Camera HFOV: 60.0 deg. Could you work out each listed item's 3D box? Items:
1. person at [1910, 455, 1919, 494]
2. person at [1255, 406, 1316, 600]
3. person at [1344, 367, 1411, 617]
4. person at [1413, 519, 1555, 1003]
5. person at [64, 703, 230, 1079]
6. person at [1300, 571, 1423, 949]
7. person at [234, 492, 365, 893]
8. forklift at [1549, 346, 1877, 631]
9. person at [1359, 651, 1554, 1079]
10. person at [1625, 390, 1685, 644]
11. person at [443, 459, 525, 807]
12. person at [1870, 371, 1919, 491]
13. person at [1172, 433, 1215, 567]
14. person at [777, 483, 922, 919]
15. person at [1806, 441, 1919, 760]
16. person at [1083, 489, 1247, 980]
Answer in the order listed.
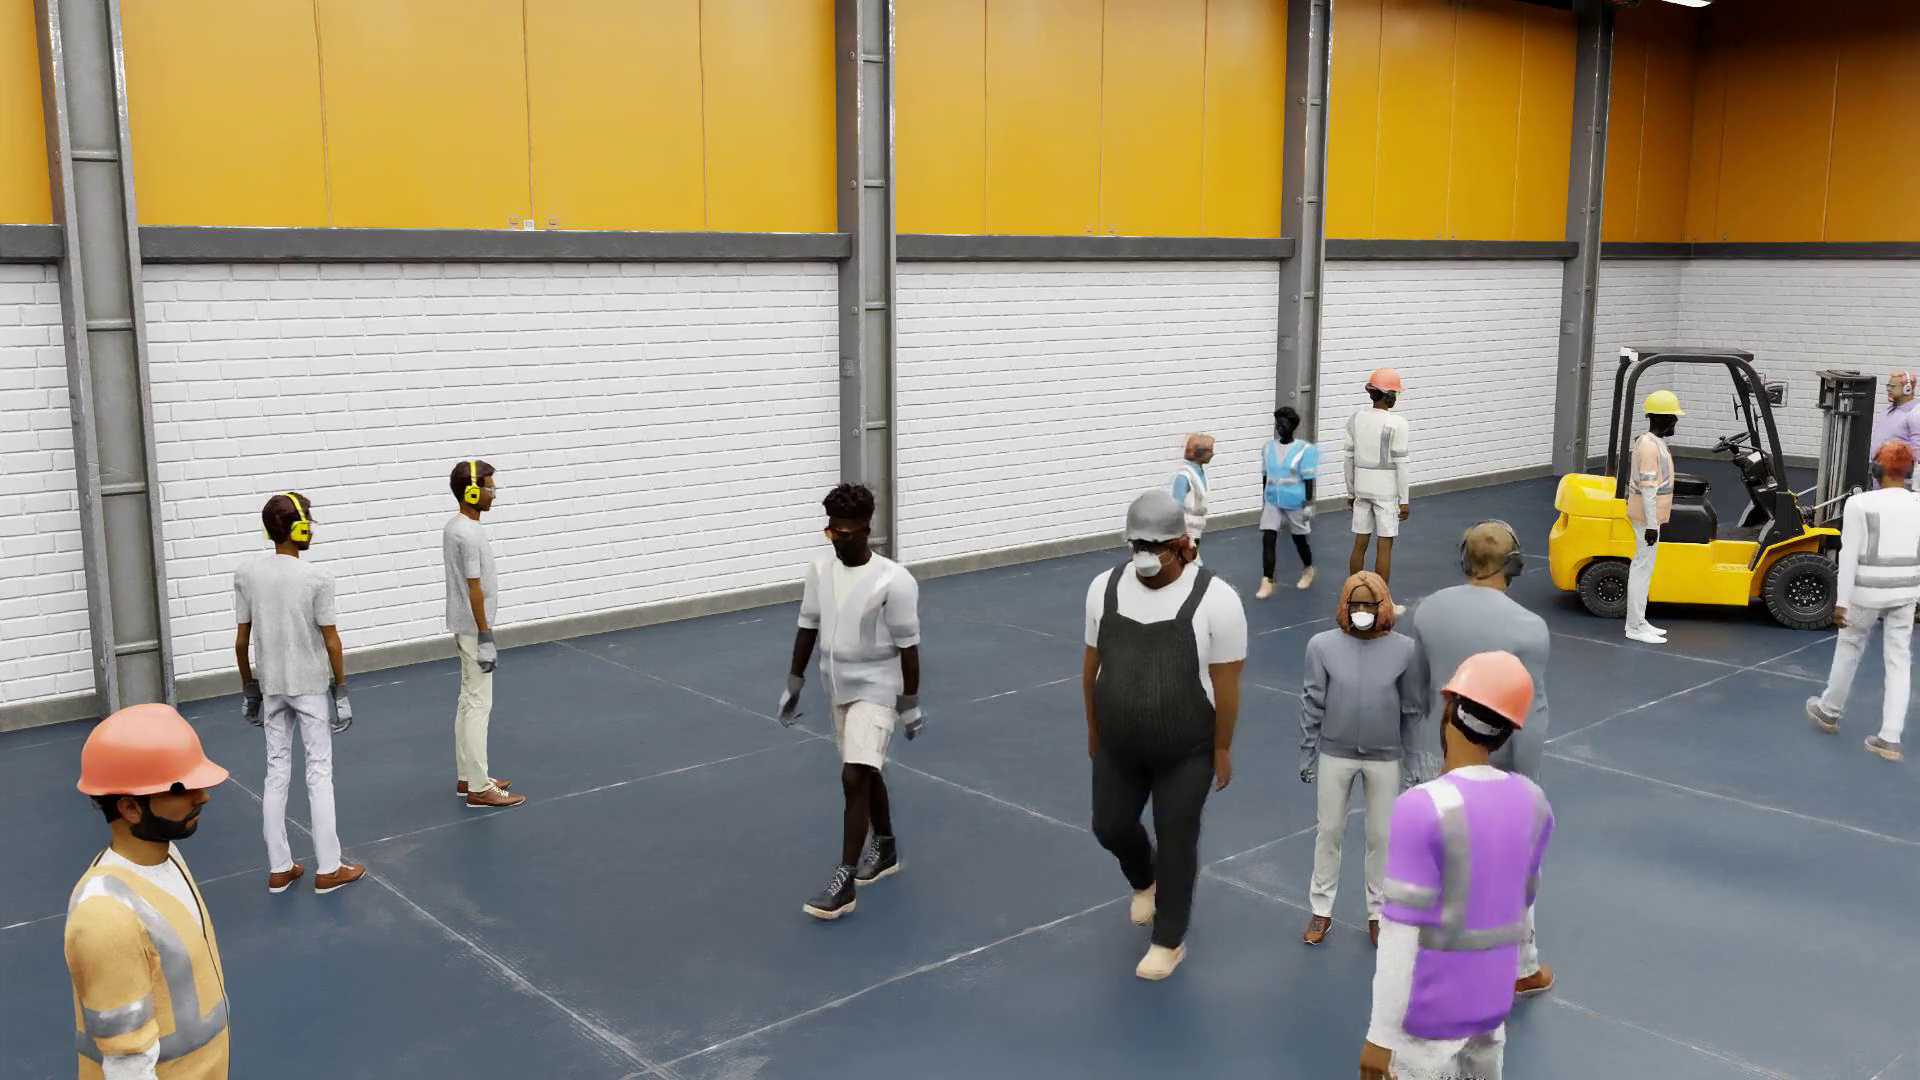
[{"bbox_3d":[8.603,-0.387,14.406,1.017,1.768,0.611,-5,11,-28],"label":"person"},{"bbox_3d":[2.860,-0.343,14.451,0.533,1.660,0.831,7,12,37],"label":"person"},{"bbox_3d":[3.430,-0.389,13.608,0.374,2.042,0.615,-7,12,-37],"label":"person"},{"bbox_3d":[2.083,0.869,6.605,0.661,1.908,0.659,-6,11,-32],"label":"person"},{"bbox_3d":[-1.840,1.326,3.879,0.354,1.939,0.544,-3,10,-17],"label":"person"},{"bbox_3d":[1.699,0.932,7.071,0.509,1.632,0.265,2,10,14],"label":"person"},{"bbox_3d":[-3.075,0.710,7.699,0.526,1.865,0.315,1,10,7],"label":"person"},{"bbox_3d":[6.109,-0.478,13.691,2.313,2.155,1.214,3,10,16],"label":"forklift"},{"bbox_3d":[1.293,1.255,4.461,0.661,1.894,0.332,-7,12,-35],"label":"person"},{"bbox_3d":[5.301,-0.182,12.739,0.363,1.927,0.587,4,11,23],"label":"person"},{"bbox_3d":[-2.581,0.499,8.928,0.328,1.868,0.509,-5,11,-27],"label":"person"},{"bbox_3d":[8.511,-0.587,15.173,0.407,1.908,0.641,0,10,0],"label":"person"},{"bbox_3d":[1.680,-0.047,12.925,0.757,1.597,0.549,4,10,22],"label":"person"},{"bbox_3d":[-0.543,0.707,7.533,0.632,1.929,0.897,9,13,42],"label":"person"},{"bbox_3d":[5.497,0.325,10.006,0.614,1.837,0.925,0,10,3],"label":"person"},{"bbox_3d":[0.820,0.769,6.839,0.697,2.000,0.628,5,11,26],"label":"person"}]
